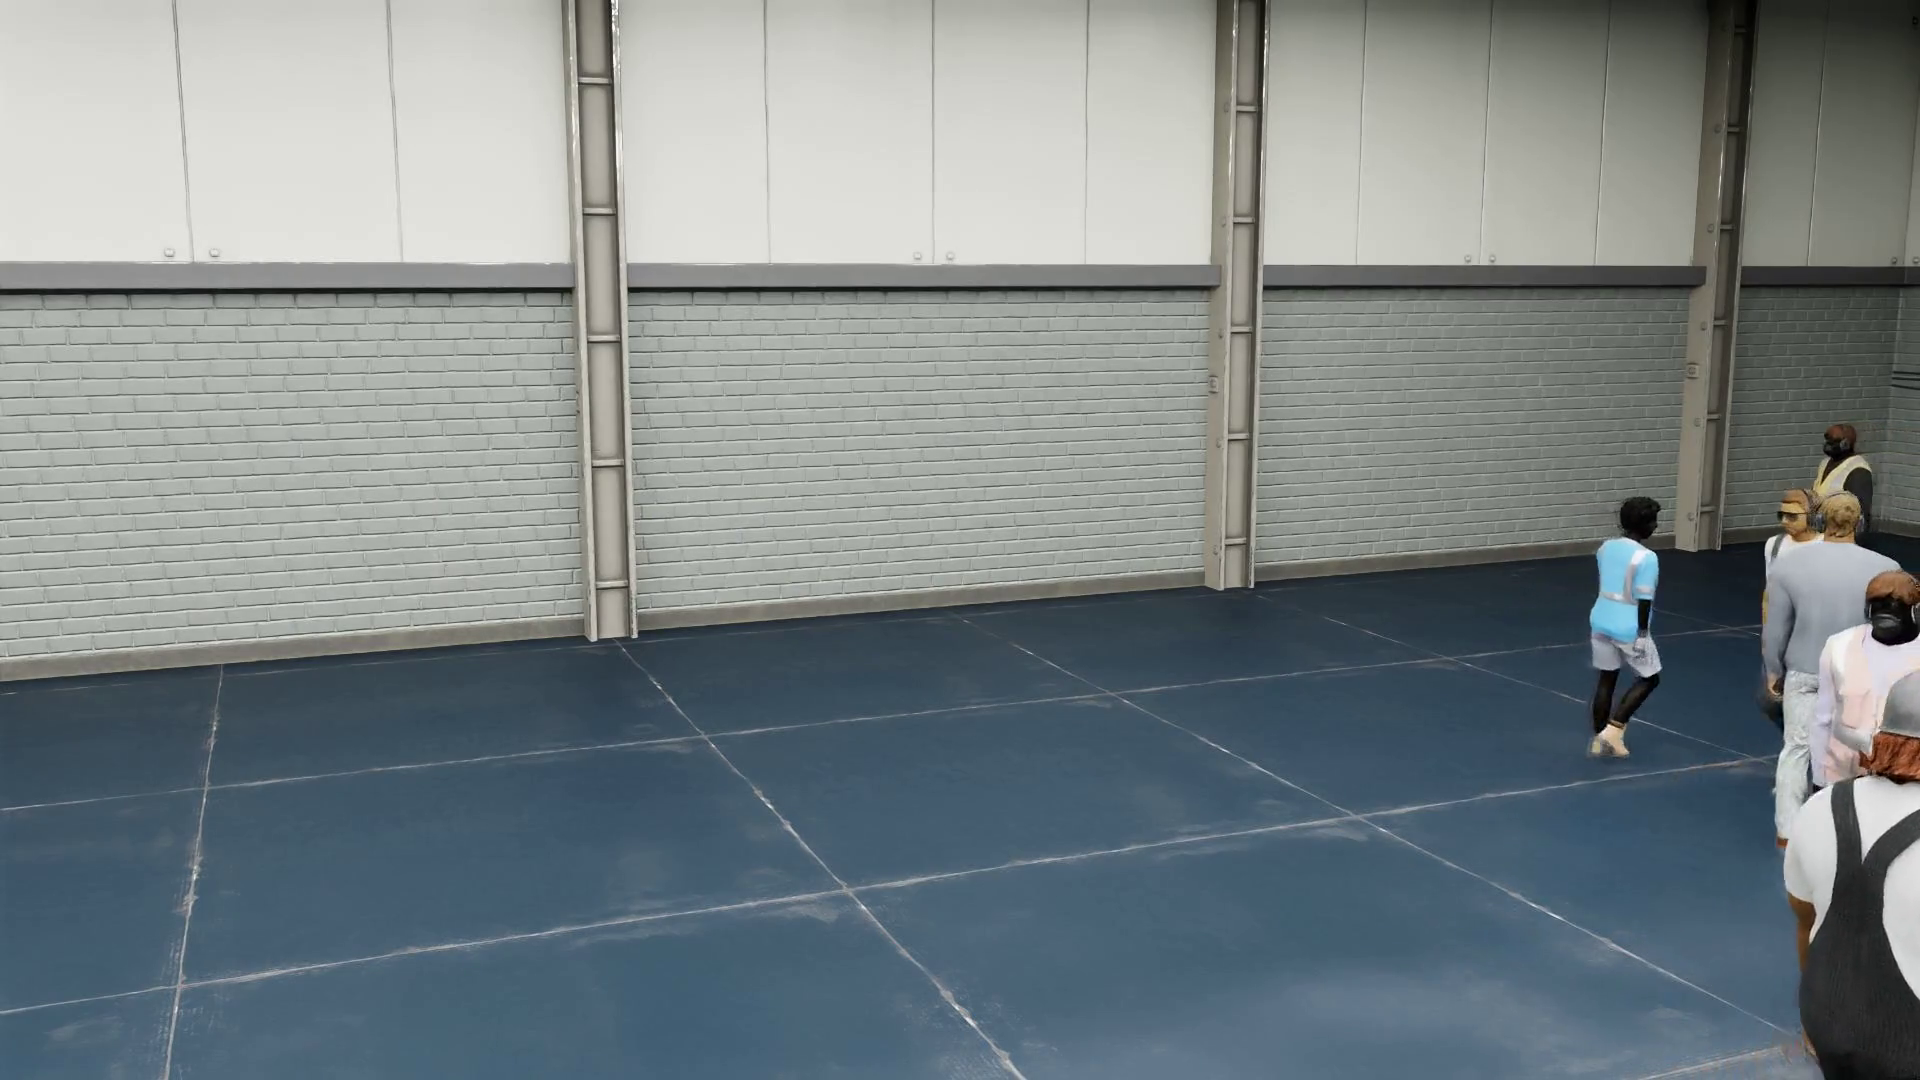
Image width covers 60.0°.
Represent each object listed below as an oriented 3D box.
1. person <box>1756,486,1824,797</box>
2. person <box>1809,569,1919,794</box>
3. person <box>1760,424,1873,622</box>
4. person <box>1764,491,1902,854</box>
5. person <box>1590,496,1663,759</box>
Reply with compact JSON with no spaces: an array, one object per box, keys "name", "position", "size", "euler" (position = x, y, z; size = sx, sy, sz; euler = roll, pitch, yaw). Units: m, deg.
[{"name":"person","position":[4.926,0.590,9.704],"size":[0.482,1.829,0.535],"euler":[-6,11,-33]},{"name":"person","position":[3.910,1.016,7.002],"size":[0.580,1.829,0.642],"euler":[-8,12,-42]},{"name":"person","position":[7.207,-0.067,13.896],"size":[0.945,1.794,0.623],"euler":[1,9,9]},{"name":"person","position":[4.510,0.707,8.642],"size":[0.625,1.932,0.360],"euler":[7,11,36]},{"name":"person","position":[4.145,0.557,10.361],"size":[0.369,1.682,0.547],"euler":[-3,10,-19]}]
